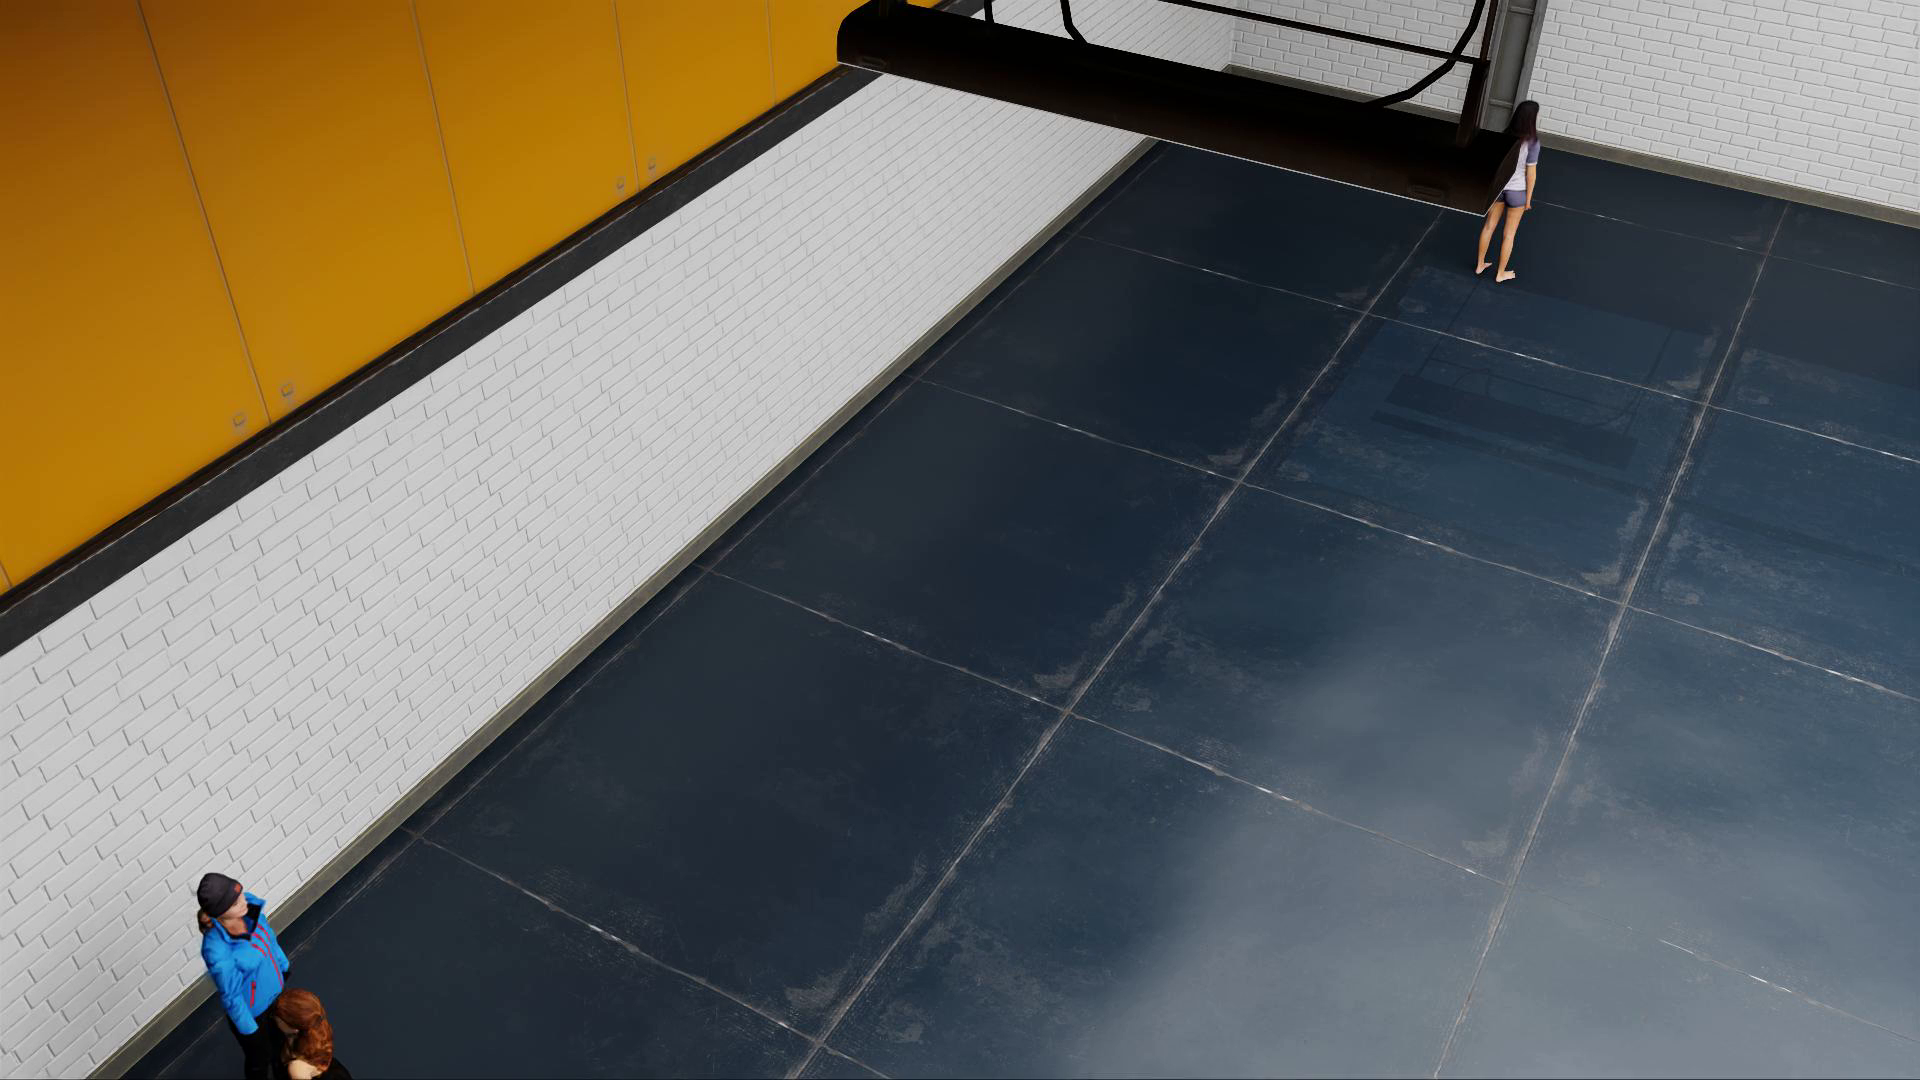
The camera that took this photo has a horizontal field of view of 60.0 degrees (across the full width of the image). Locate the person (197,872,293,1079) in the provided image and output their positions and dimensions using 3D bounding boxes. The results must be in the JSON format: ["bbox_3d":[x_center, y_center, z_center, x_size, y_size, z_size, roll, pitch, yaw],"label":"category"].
[{"bbox_3d":[-3.553,2.288,8.346,0.713,1.793,0.710,3,39,4],"label":"person"}]

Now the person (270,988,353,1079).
[{"bbox_3d":[-3.033,2.684,7.984,0.728,1.625,0.675,-6,39,-7],"label":"person"}]

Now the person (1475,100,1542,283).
[{"bbox_3d":[5.053,-3.217,15.288,0.703,1.733,0.539,-29,47,-31],"label":"person"}]
